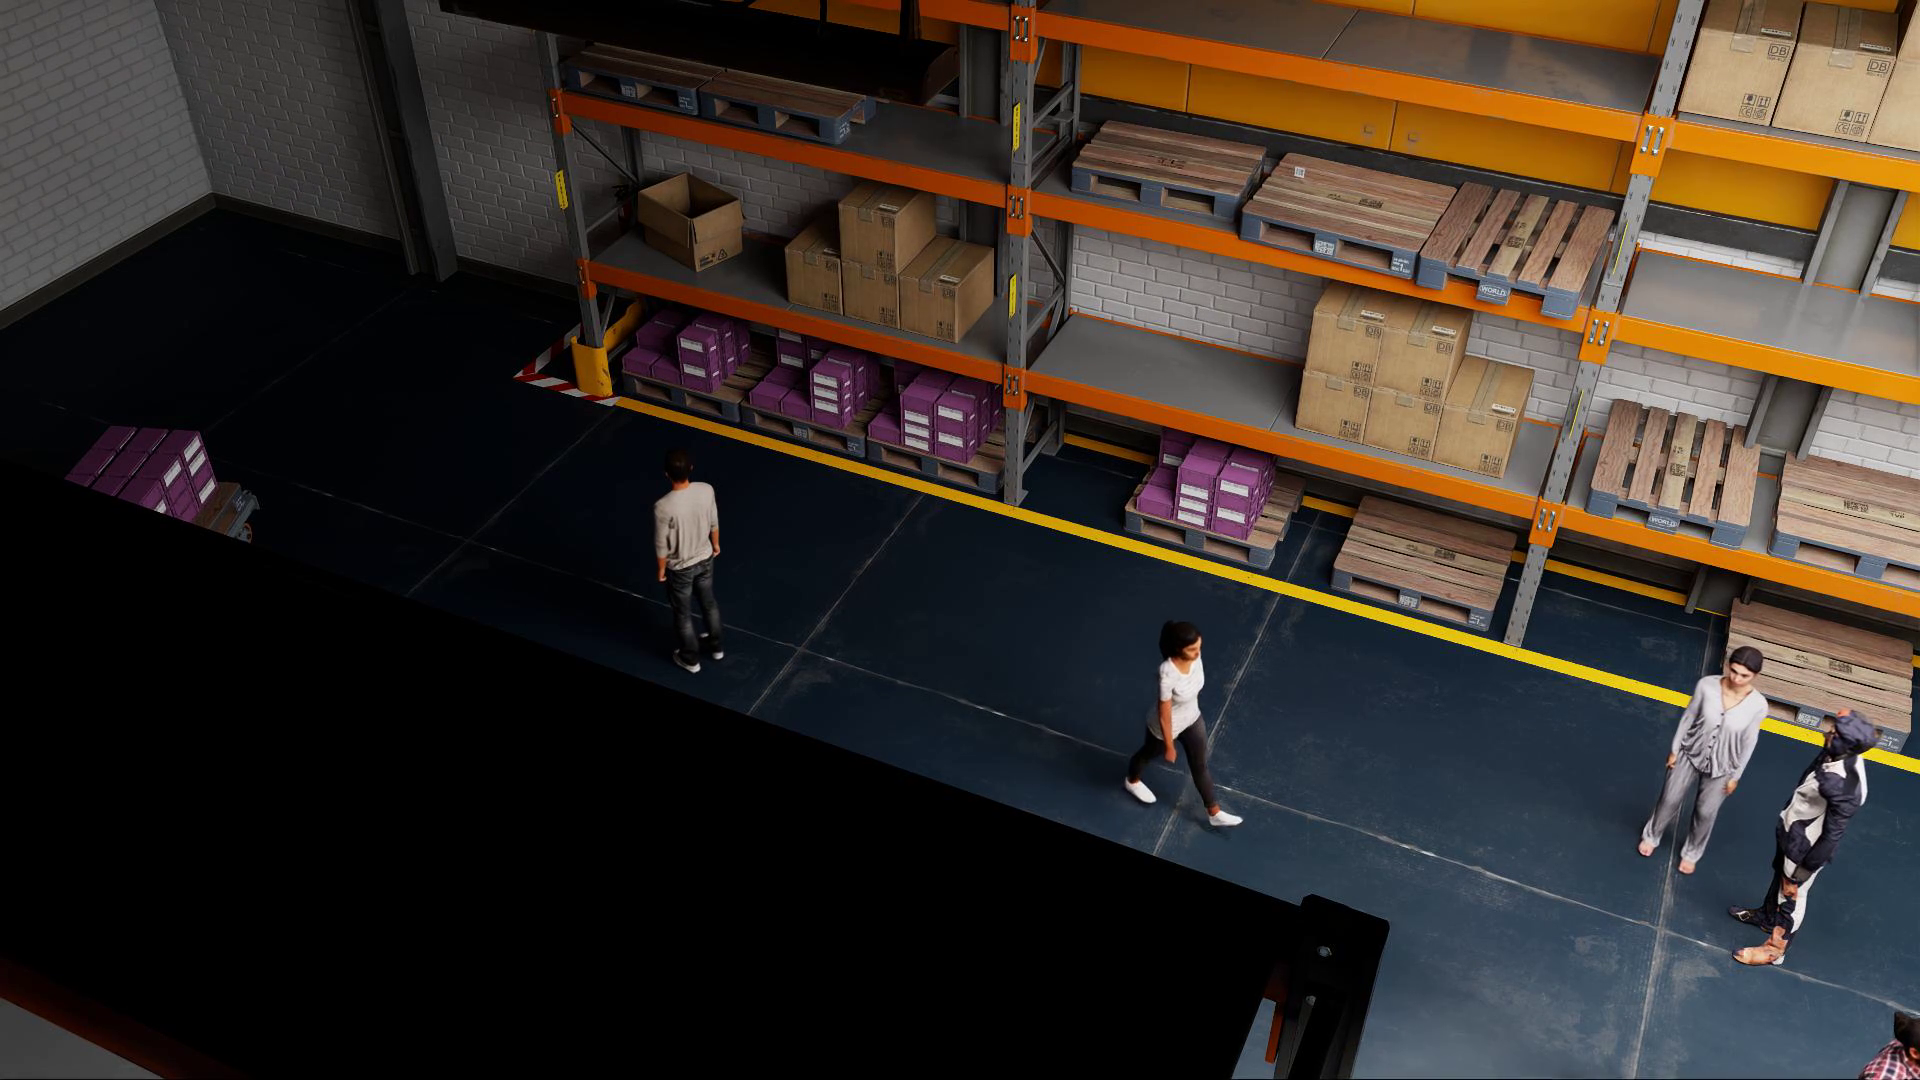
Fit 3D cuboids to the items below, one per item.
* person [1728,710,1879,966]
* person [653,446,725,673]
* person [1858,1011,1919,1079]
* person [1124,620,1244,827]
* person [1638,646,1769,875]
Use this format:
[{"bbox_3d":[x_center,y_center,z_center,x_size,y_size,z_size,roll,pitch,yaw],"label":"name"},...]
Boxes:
[{"bbox_3d":[4.829,1.702,9.479,0.622,1.890,0.716,11,40,14],"label":"person"},{"bbox_3d":[-1.861,0.146,11.496,0.730,1.804,0.693,-29,47,-32],"label":"person"},{"bbox_3d":[4.360,2.865,8.133,0.822,1.751,0.816,31,48,33],"label":"person"},{"bbox_3d":[1.260,1.114,10.446,1.136,1.602,0.813,29,47,31],"label":"person"},{"bbox_3d":[4.529,1.311,10.065,0.509,1.769,0.675,24,44,27],"label":"person"}]
